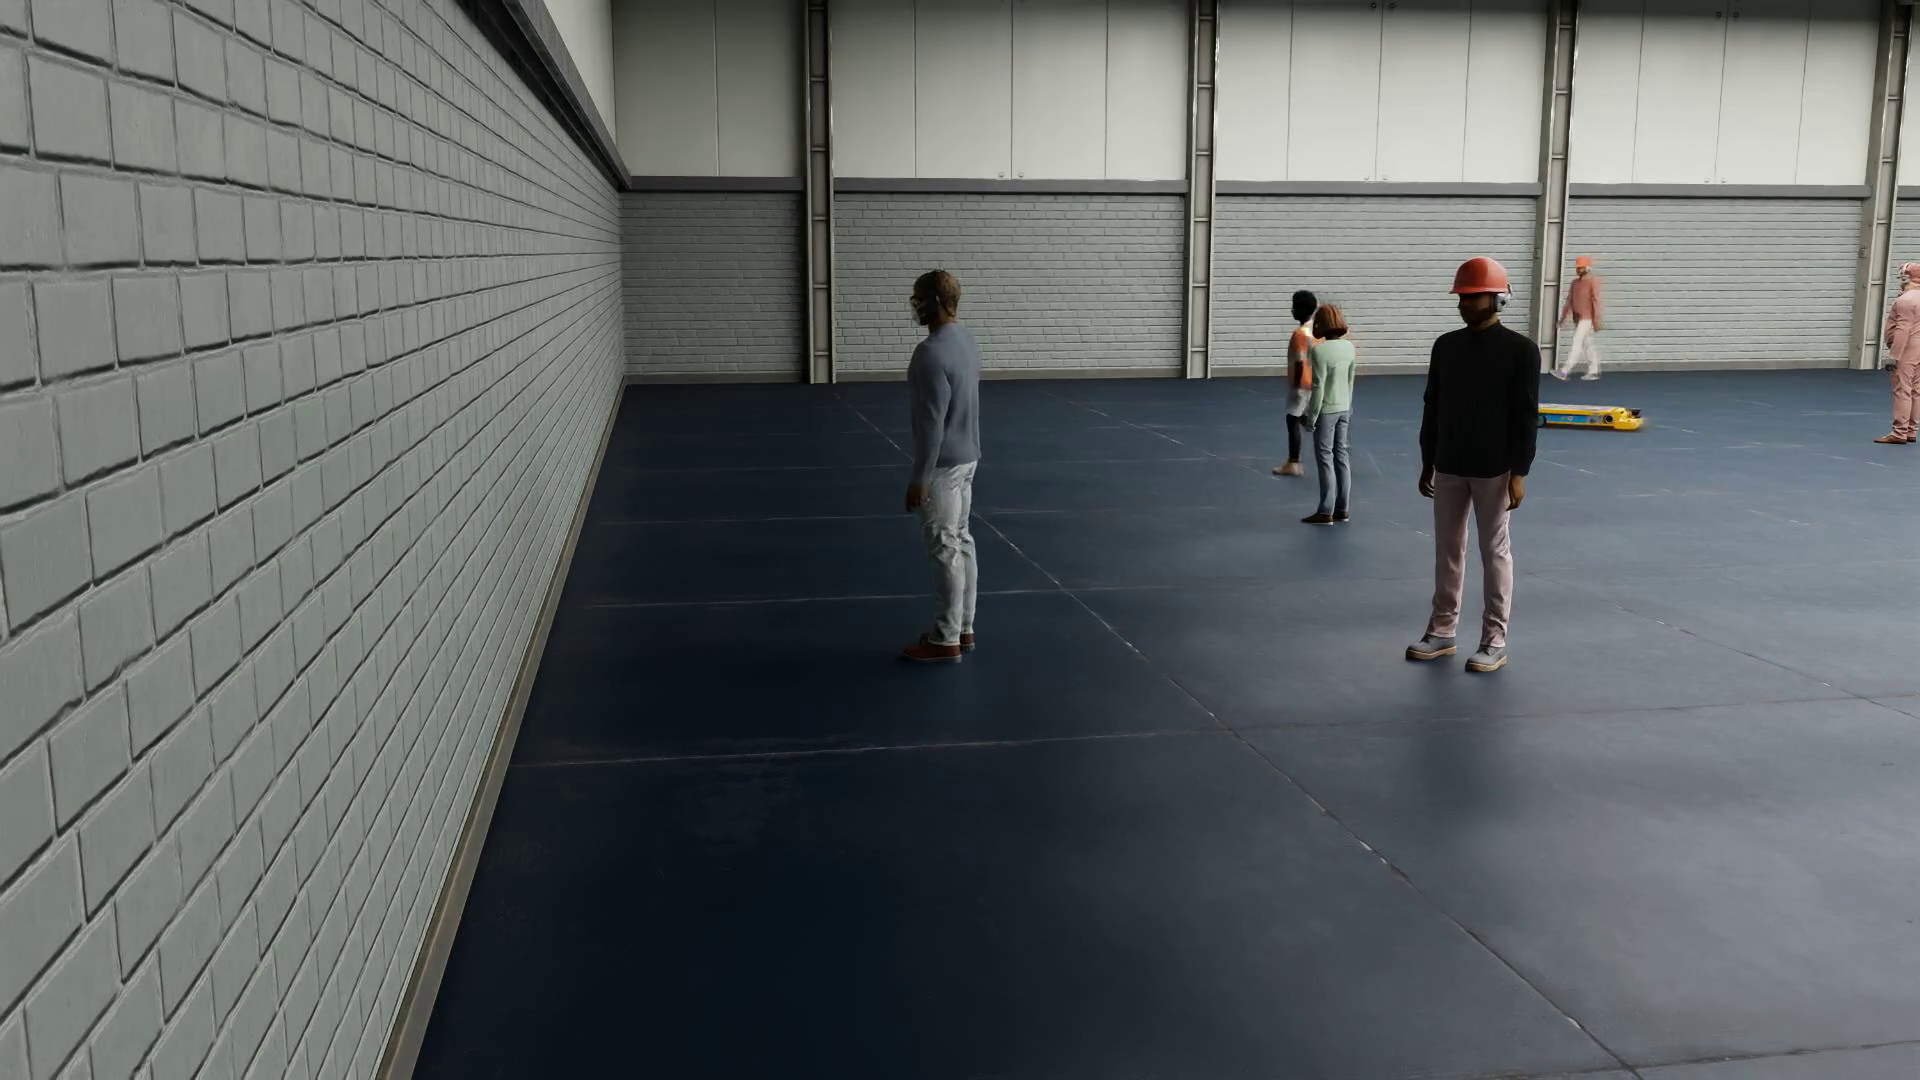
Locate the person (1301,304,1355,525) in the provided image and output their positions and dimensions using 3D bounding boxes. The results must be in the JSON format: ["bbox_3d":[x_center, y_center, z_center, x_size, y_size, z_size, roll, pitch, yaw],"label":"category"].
[{"bbox_3d":[2.738,-0.930,12.366,0.507,1.632,0.280,-9,14,-43],"label":"person"}]

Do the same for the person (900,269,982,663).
[{"bbox_3d":[-0.090,-0.356,8.211,0.372,1.935,0.648,3,10,18],"label":"person"}]

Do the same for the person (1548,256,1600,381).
[{"bbox_3d":[9.655,-3.460,26.042,1.021,1.937,0.633,-2,10,-12],"label":"person"}]

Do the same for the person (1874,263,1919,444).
[{"bbox_3d":[9.945,-1.957,17.517,0.639,1.902,0.406,-8,12,-38],"label":"person"}]

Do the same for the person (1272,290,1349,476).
[{"bbox_3d":[3.142,-1.394,14.885,0.595,1.681,0.546,6,12,32],"label":"person"}]

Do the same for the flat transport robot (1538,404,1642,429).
[{"bbox_3d":[7.078,-1.439,19.218,1.431,0.197,0.652,5,11,28],"label":"flat transport robot"}]

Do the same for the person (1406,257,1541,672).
[{"bbox_3d":[2.495,-0.367,8.089,0.382,1.995,0.612,-8,13,-40],"label":"person"}]
